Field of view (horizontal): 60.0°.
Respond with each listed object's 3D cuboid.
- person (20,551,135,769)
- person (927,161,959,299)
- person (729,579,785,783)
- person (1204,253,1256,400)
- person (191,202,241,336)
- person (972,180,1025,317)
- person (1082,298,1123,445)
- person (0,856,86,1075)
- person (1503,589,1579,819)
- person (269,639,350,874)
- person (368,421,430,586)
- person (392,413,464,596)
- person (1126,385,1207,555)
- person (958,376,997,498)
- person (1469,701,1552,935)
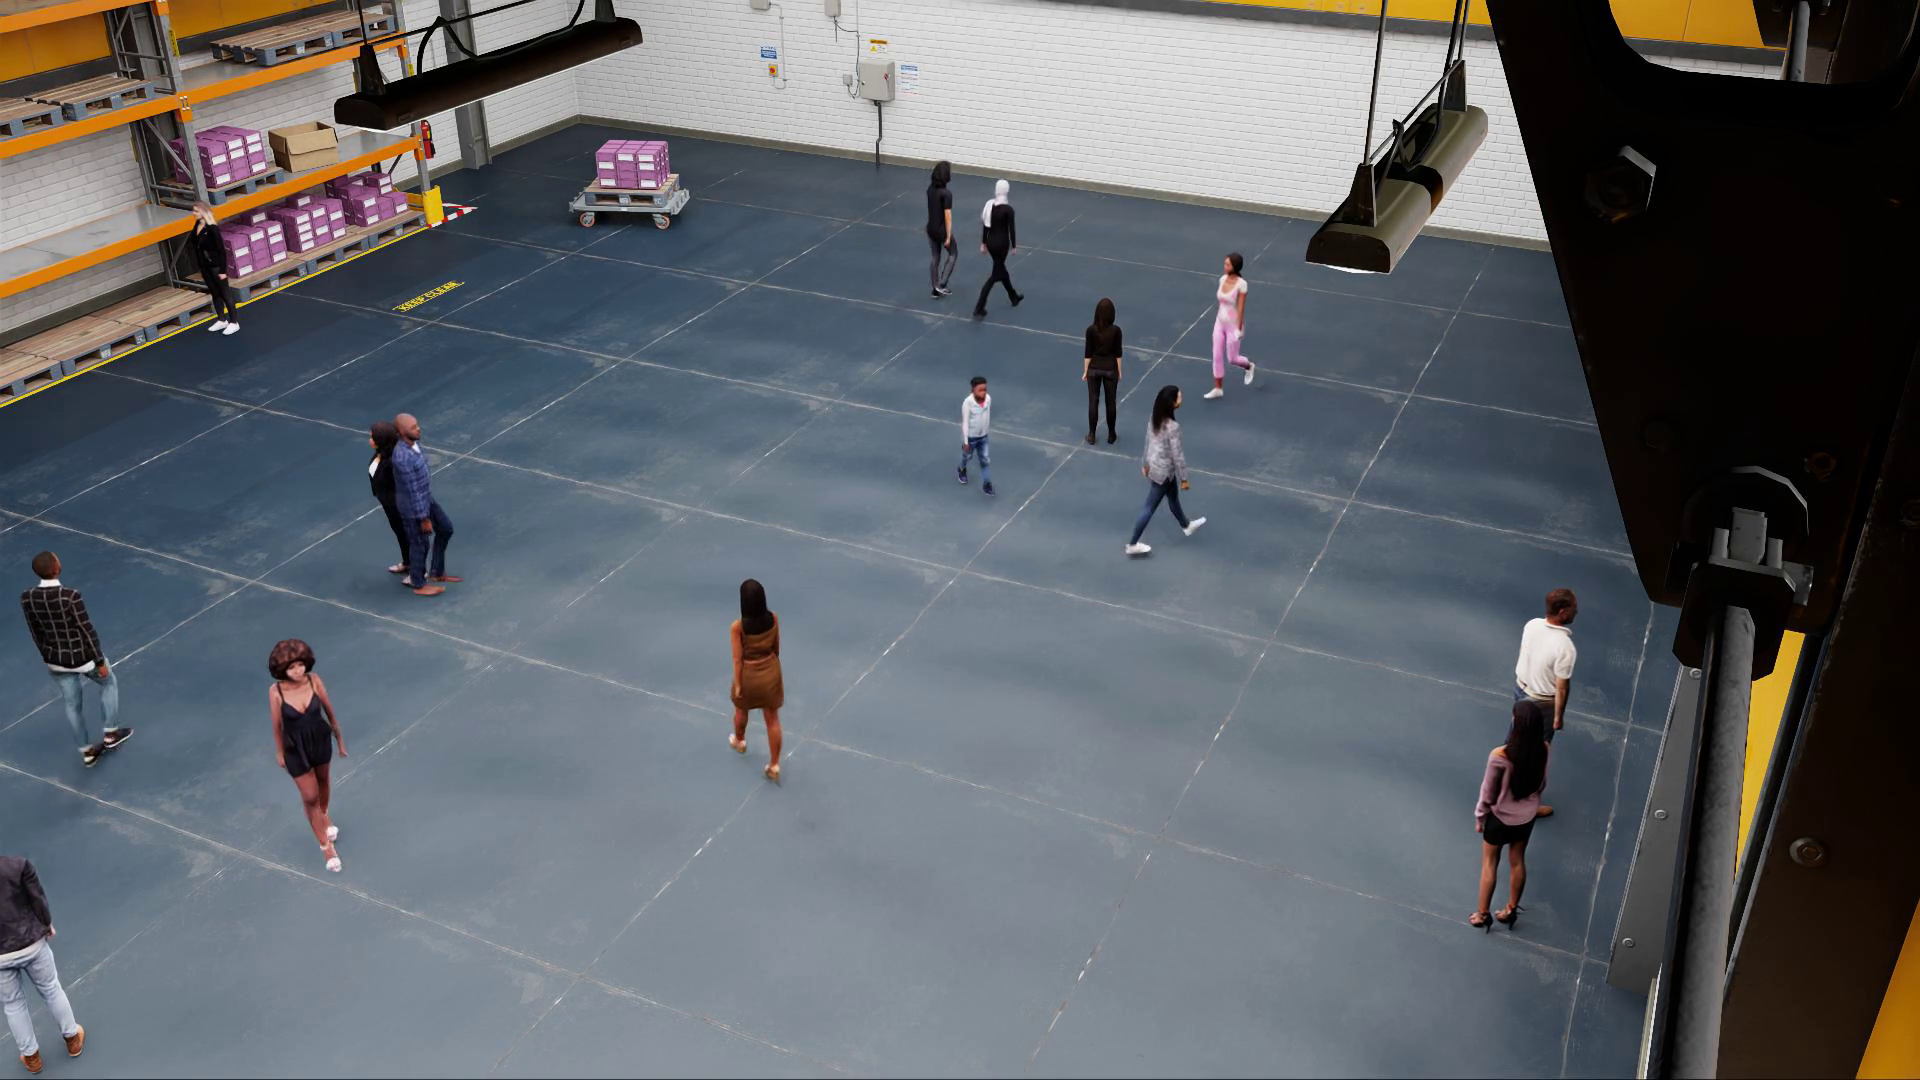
[{"bbox_3d":[-6.818,0.955,12.689,0.841,1.809,0.877,-1,29,-1],"label":"person"},{"bbox_3d":[-0.331,-4.057,21.867,0.737,1.818,0.715,-25,38,-38],"label":"person"},{"bbox_3d":[-1.486,1.104,12.568,0.939,1.662,0.933,-17,33,-28],"label":"person"},{"bbox_3d":[3.134,-2.440,19.001,1.011,1.723,0.839,-20,34,-32],"label":"person"},{"bbox_3d":[-9.336,-3.418,20.833,0.620,1.685,0.554,16,32,26],"label":"person"},{"bbox_3d":[0.428,-3.655,21.231,0.885,1.721,1.232,24,37,37],"label":"person"},{"bbox_3d":[1.540,-1.817,17.945,0.645,1.642,0.626,1,29,3],"label":"person"},{"bbox_3d":[-5.673,2.428,9.959,0.690,1.836,0.801,-17,33,-28],"label":"person"},{"bbox_3d":[4.233,1.182,12.230,0.802,1.849,0.729,-8,30,-14],"label":"person"},{"bbox_3d":[-4.675,1.445,11.836,0.917,1.764,0.860,-23,36,-35],"label":"person"},{"bbox_3d":[-5.167,-0.361,15.302,0.774,1.616,0.761,-21,35,-33],"label":"person"},{"bbox_3d":[-4.980,-0.315,15.021,0.875,1.804,0.788,-2,29,-3],"label":"person"},{"bbox_3d":[1.827,-0.623,15.710,1.206,1.685,1.134,-11,30,-19],"label":"person"},{"bbox_3d":[0.130,-1.109,17.067,0.850,1.239,0.899,-11,30,-19],"label":"person"},{"bbox_3d":[3.660,1.854,11.039,0.698,1.810,0.723,-6,29,-10],"label":"person"}]
